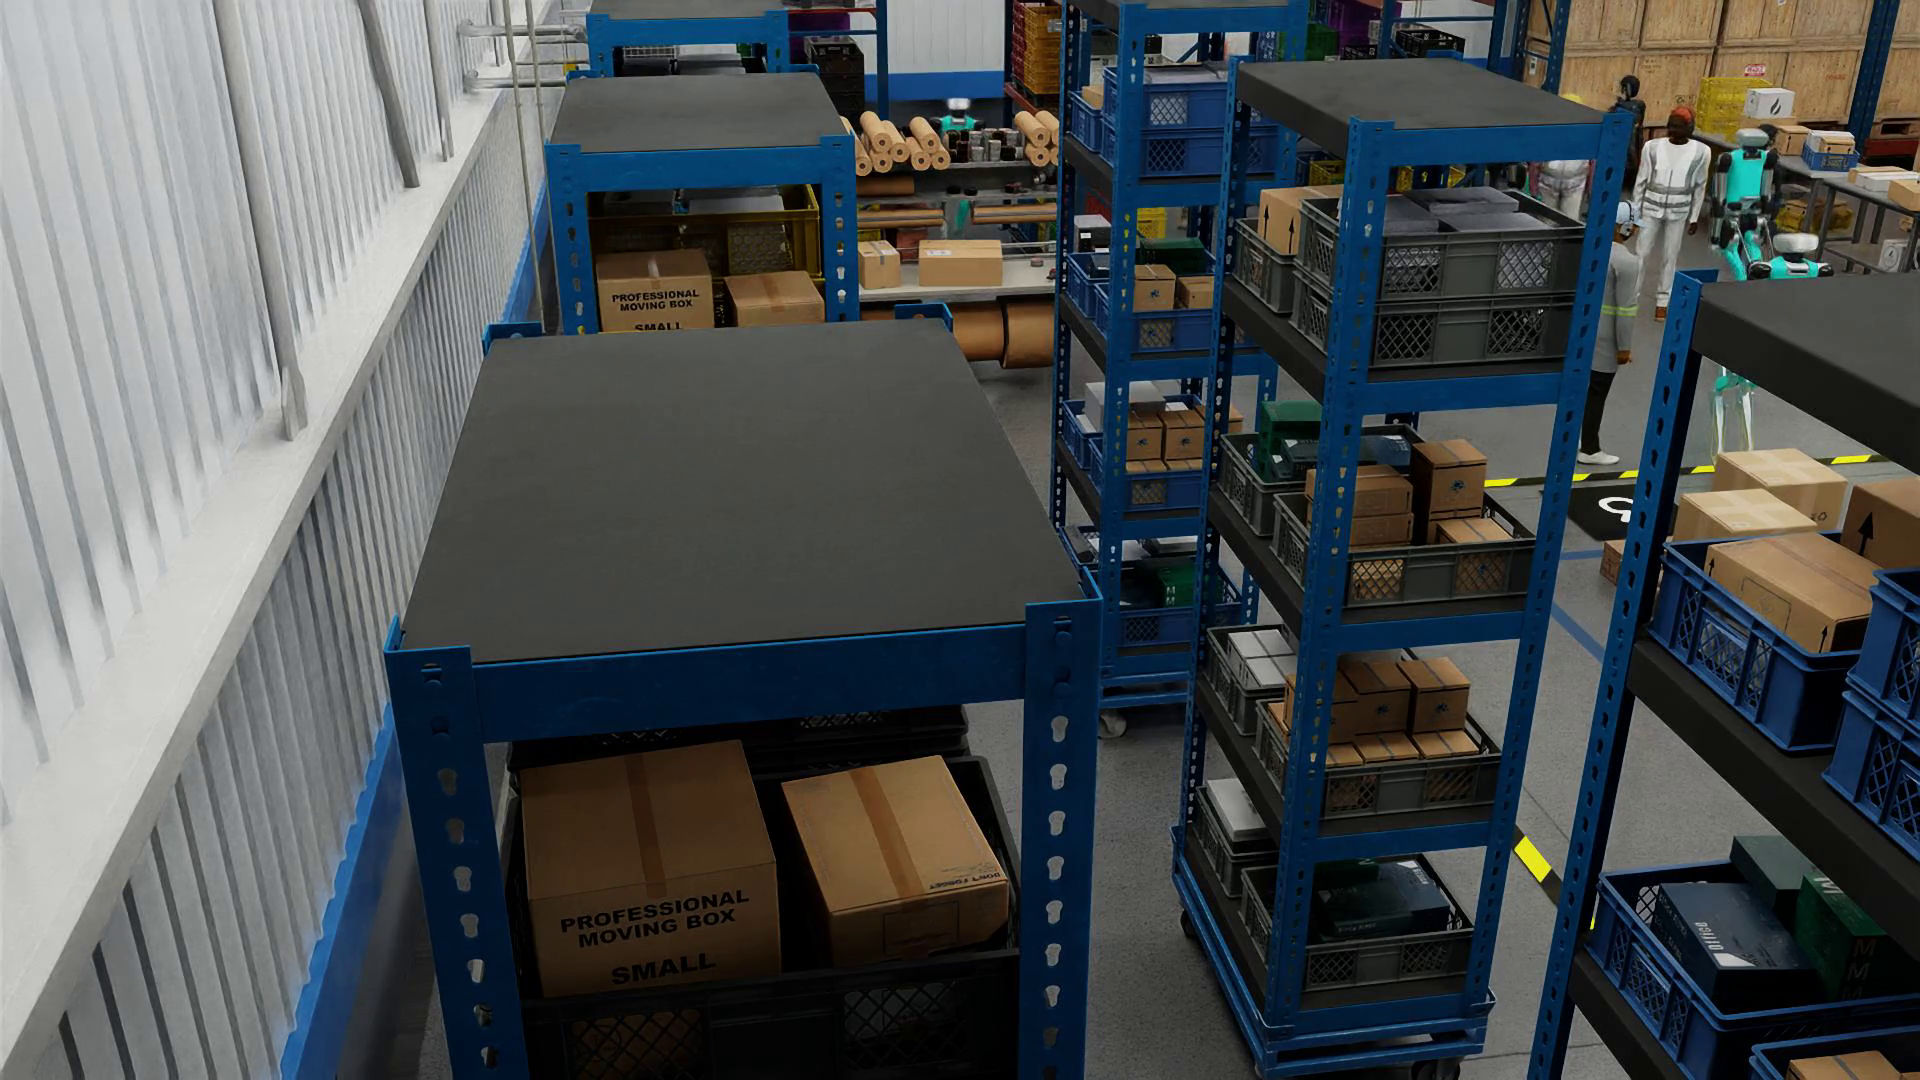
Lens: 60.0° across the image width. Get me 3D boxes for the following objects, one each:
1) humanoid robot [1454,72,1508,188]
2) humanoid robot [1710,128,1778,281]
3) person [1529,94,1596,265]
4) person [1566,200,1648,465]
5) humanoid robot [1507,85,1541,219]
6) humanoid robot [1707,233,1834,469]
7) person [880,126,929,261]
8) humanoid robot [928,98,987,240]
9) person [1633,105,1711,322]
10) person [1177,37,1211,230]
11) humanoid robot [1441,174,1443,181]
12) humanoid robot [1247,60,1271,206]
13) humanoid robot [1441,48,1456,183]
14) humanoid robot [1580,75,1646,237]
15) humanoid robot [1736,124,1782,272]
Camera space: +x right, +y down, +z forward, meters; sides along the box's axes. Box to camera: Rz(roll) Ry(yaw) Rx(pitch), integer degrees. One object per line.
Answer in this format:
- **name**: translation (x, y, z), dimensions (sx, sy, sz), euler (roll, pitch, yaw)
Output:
- **humanoid robot**: translation (5.519, -4.071, 17.459), dimensions (0.585, 1.645, 0.379), euler (1, 25, 1)
- **humanoid robot**: translation (6.661, -2.547, 14.011), dimensions (0.532, 1.733, 0.738), euler (-4, 25, -9)
- **person**: translation (5.624, -3.268, 15.586), dimensions (0.608, 1.784, 0.698), euler (10, 27, 21)
- **person**: translation (4.464, -1.435, 11.528), dimensions (0.395, 1.849, 0.588), euler (-8, 26, -16)
- **humanoid robot**: translation (5.640, -3.487, 16.112), dimensions (0.878, 1.770, 0.590), euler (17, 29, 32)
- **humanoid robot**: translation (5.366, -1.299, 11.210), dimensions (0.533, 1.673, 0.735), euler (1, 25, 2)
- **person**: translation (-0.426, -2.332, 13.338), dimensions (0.361, 1.963, 0.613), euler (9, 26, 19)
- **humanoid robot**: translation (-0.043, -3.340, 15.804), dimensions (0.565, 1.739, 1.027), euler (-1, 25, -3)
- **person**: translation (6.178, -2.853, 14.567), dimensions (0.573, 1.884, 0.357), euler (11, 27, 23)
- **person**: translation (2.596, -4.326, 17.626), dimensions (0.658, 2.004, 0.674), euler (8, 26, 17)
- **humanoid robot**: translation (5.220, -4.535, 18.238), dimensions (0.533, 1.677, 0.735), euler (12, 27, 24)
- **humanoid robot**: translation (3.366, -4.496, 18.406), dimensions (0.551, 1.636, 0.608), euler (-2, 25, -5)
- **humanoid robot**: translation (5.314, -4.589, 18.465), dimensions (0.543, 1.760, 0.677), euler (2, 25, 5)
- **humanoid robot**: translation (6.949, -4.063, 17.521), dimensions (0.592, 1.636, 0.791), euler (-13, 28, -26)
- **humanoid robot**: translation (7.189, -2.926, 14.984), dimensions (0.450, 1.643, 0.612), euler (-5, 25, -11)
